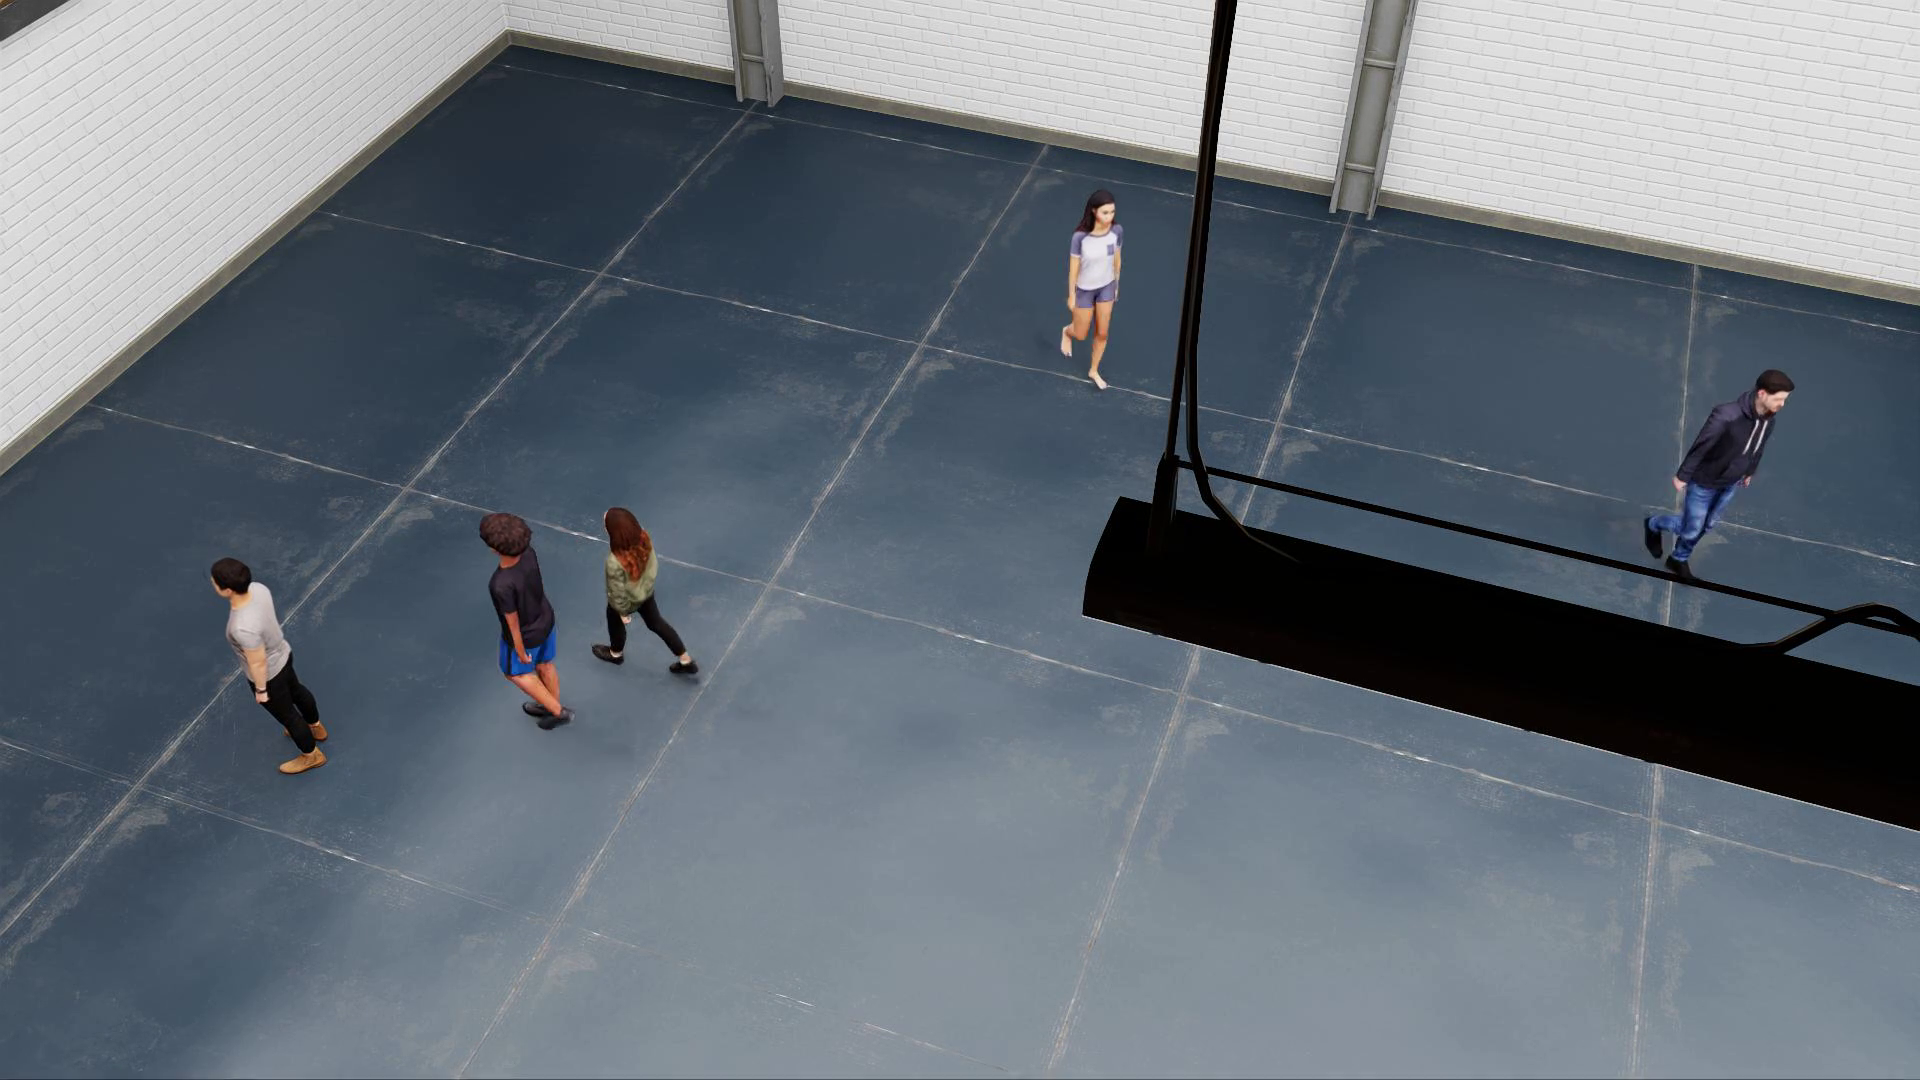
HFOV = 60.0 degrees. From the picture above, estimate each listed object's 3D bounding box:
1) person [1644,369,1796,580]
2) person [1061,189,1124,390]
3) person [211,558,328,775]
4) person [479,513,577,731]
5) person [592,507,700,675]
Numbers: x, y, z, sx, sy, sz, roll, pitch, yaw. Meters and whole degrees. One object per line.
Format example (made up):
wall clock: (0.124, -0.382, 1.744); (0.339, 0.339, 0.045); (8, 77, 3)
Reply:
person: (5.053, -0.495, 11.272); (0.942, 1.862, 0.999); (-15, 46, -16)
person: (1.002, -1.987, 12.944); (0.865, 1.716, 0.912); (-15, 46, -15)
person: (-4.183, 0.747, 10.070); (0.671, 1.723, 0.678); (-3, 44, -4)
person: (-2.596, 0.539, 10.242); (0.650, 1.787, 0.594); (14, 45, 14)
person: (-2.032, 0.368, 10.668); (1.031, 1.446, 0.687); (21, 47, 20)
